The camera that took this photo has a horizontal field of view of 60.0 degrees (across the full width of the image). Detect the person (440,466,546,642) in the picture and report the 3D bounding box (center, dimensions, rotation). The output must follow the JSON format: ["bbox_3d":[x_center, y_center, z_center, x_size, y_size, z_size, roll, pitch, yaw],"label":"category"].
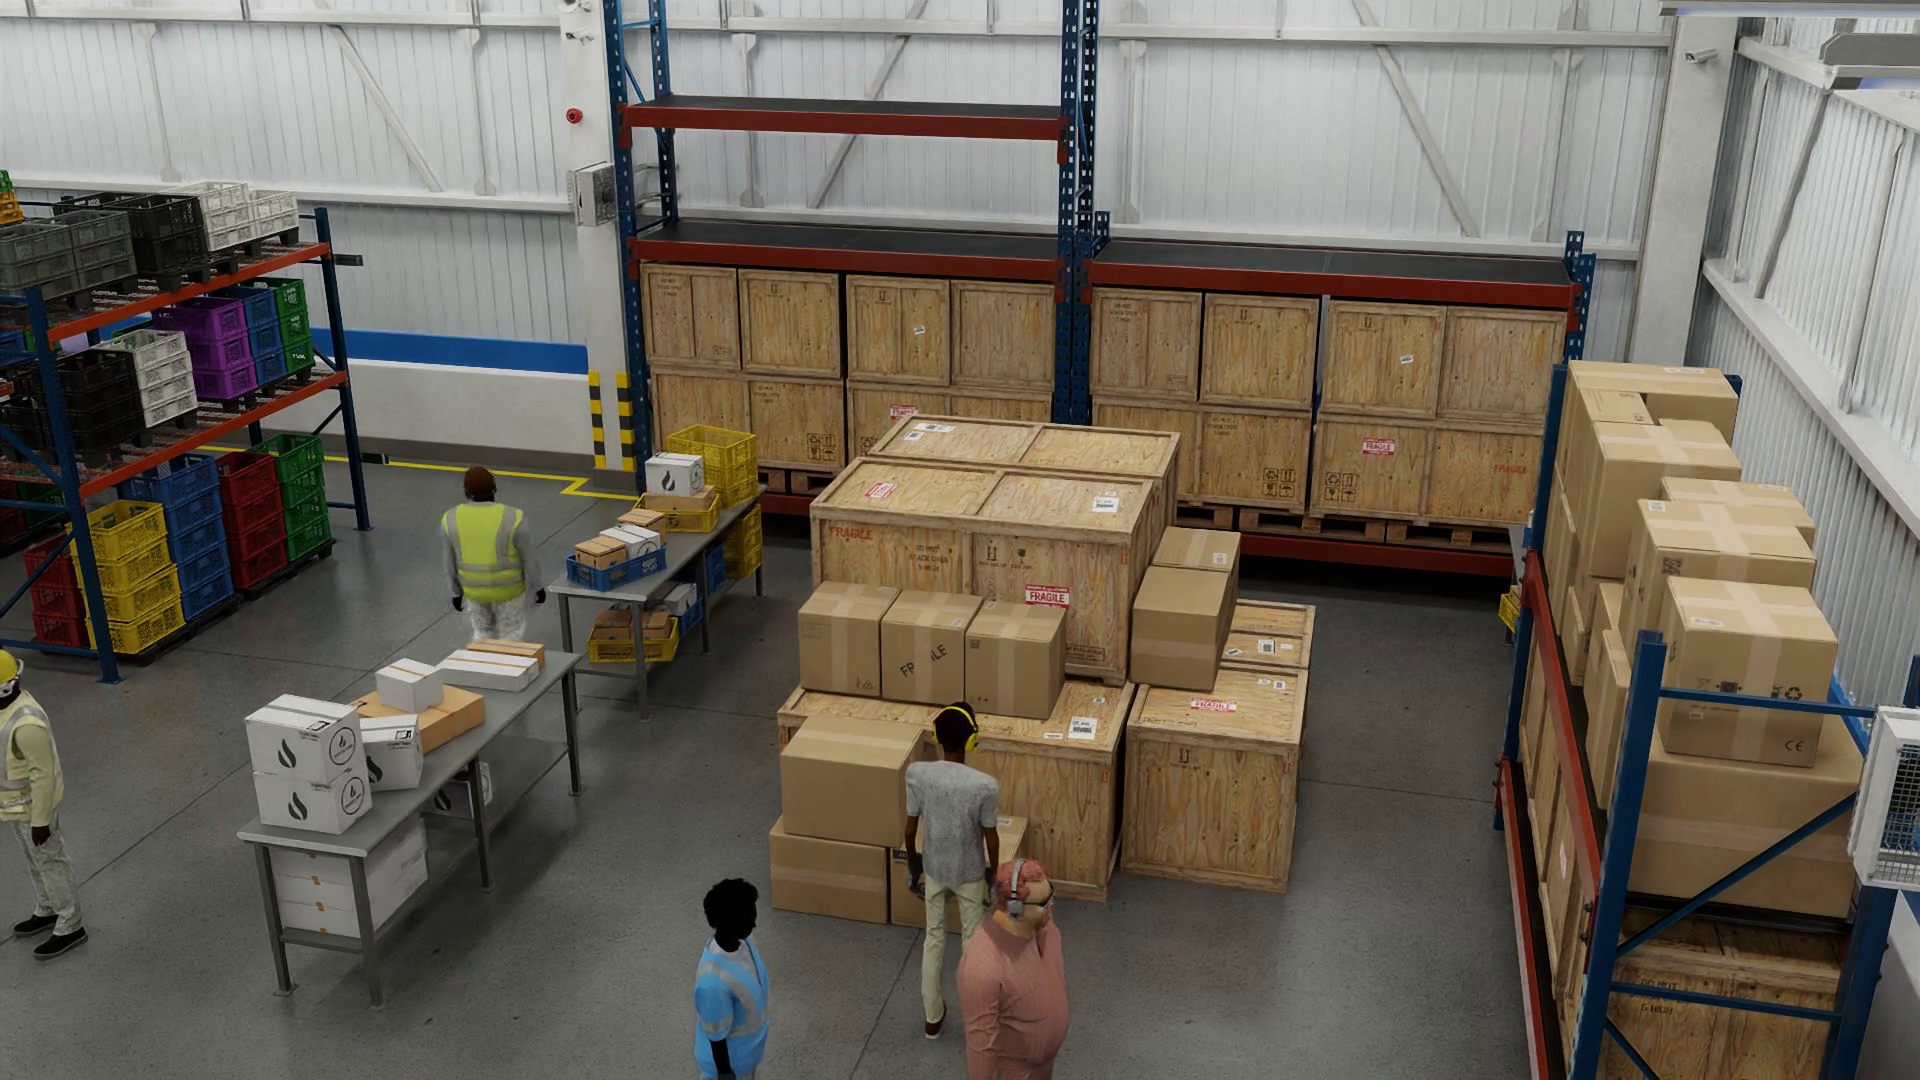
[{"bbox_3d":[-3.331,0.358,11.916,0.661,1.832,0.429,3,21,7],"label":"person"}]

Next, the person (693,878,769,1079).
[{"bbox_3d":[-0.979,2.220,7.219,0.319,1.694,0.524,2,21,4],"label":"person"}]

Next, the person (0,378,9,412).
[{"bbox_3d":[-10.588,-2.105,18.292,0.340,1.876,0.576,-12,24,-28],"label":"person"}]

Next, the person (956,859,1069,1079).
[{"bbox_3d":[0.253,2.187,7.011,0.408,1.906,0.653,11,23,26],"label":"person"}]

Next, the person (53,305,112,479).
[{"bbox_3d":[-8.744,-1.449,16.480,0.371,1.939,0.629,3,21,8],"label":"person"}]

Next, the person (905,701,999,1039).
[{"bbox_3d":[-0.032,1.685,8.392,0.512,1.861,0.330,7,22,17],"label":"person"}]

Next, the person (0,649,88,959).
[{"bbox_3d":[-5.135,1.421,9.121,0.403,1.830,0.587,-19,28,-41],"label":"person"}]
